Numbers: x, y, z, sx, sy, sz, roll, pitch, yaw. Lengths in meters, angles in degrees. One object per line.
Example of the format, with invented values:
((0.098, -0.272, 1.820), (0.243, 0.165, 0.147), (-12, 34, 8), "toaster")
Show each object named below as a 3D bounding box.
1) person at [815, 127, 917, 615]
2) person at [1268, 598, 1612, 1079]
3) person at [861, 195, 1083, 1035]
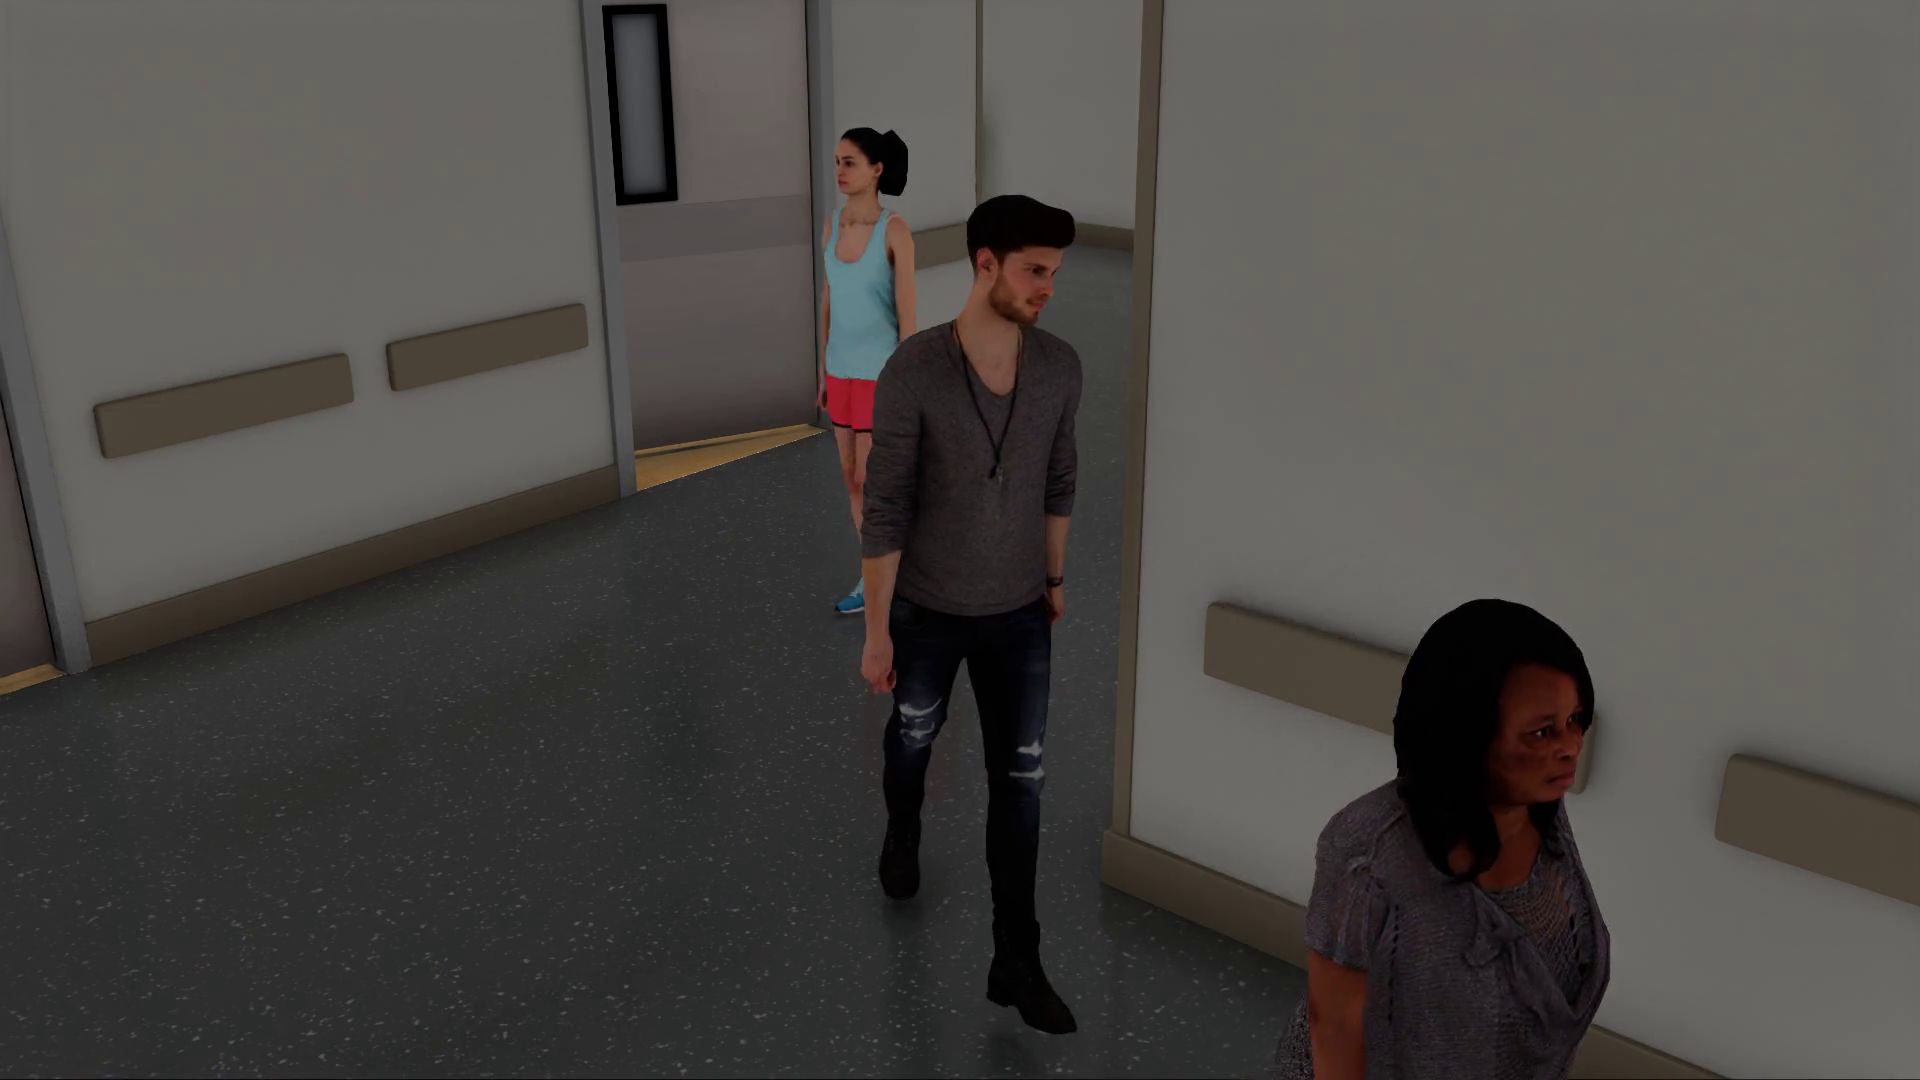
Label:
((-0.270, -0.585, 5.977), (0.601, 1.754, 0.709), (18, 27, 40), "person")
((0.655, 0.802, 2.538), (0.697, 1.597, 0.788), (-12, 24, -30), "person")
((-0.015, 0.137, 3.956), (1.289, 1.836, 1.243), (-5, 21, -12), "person")
